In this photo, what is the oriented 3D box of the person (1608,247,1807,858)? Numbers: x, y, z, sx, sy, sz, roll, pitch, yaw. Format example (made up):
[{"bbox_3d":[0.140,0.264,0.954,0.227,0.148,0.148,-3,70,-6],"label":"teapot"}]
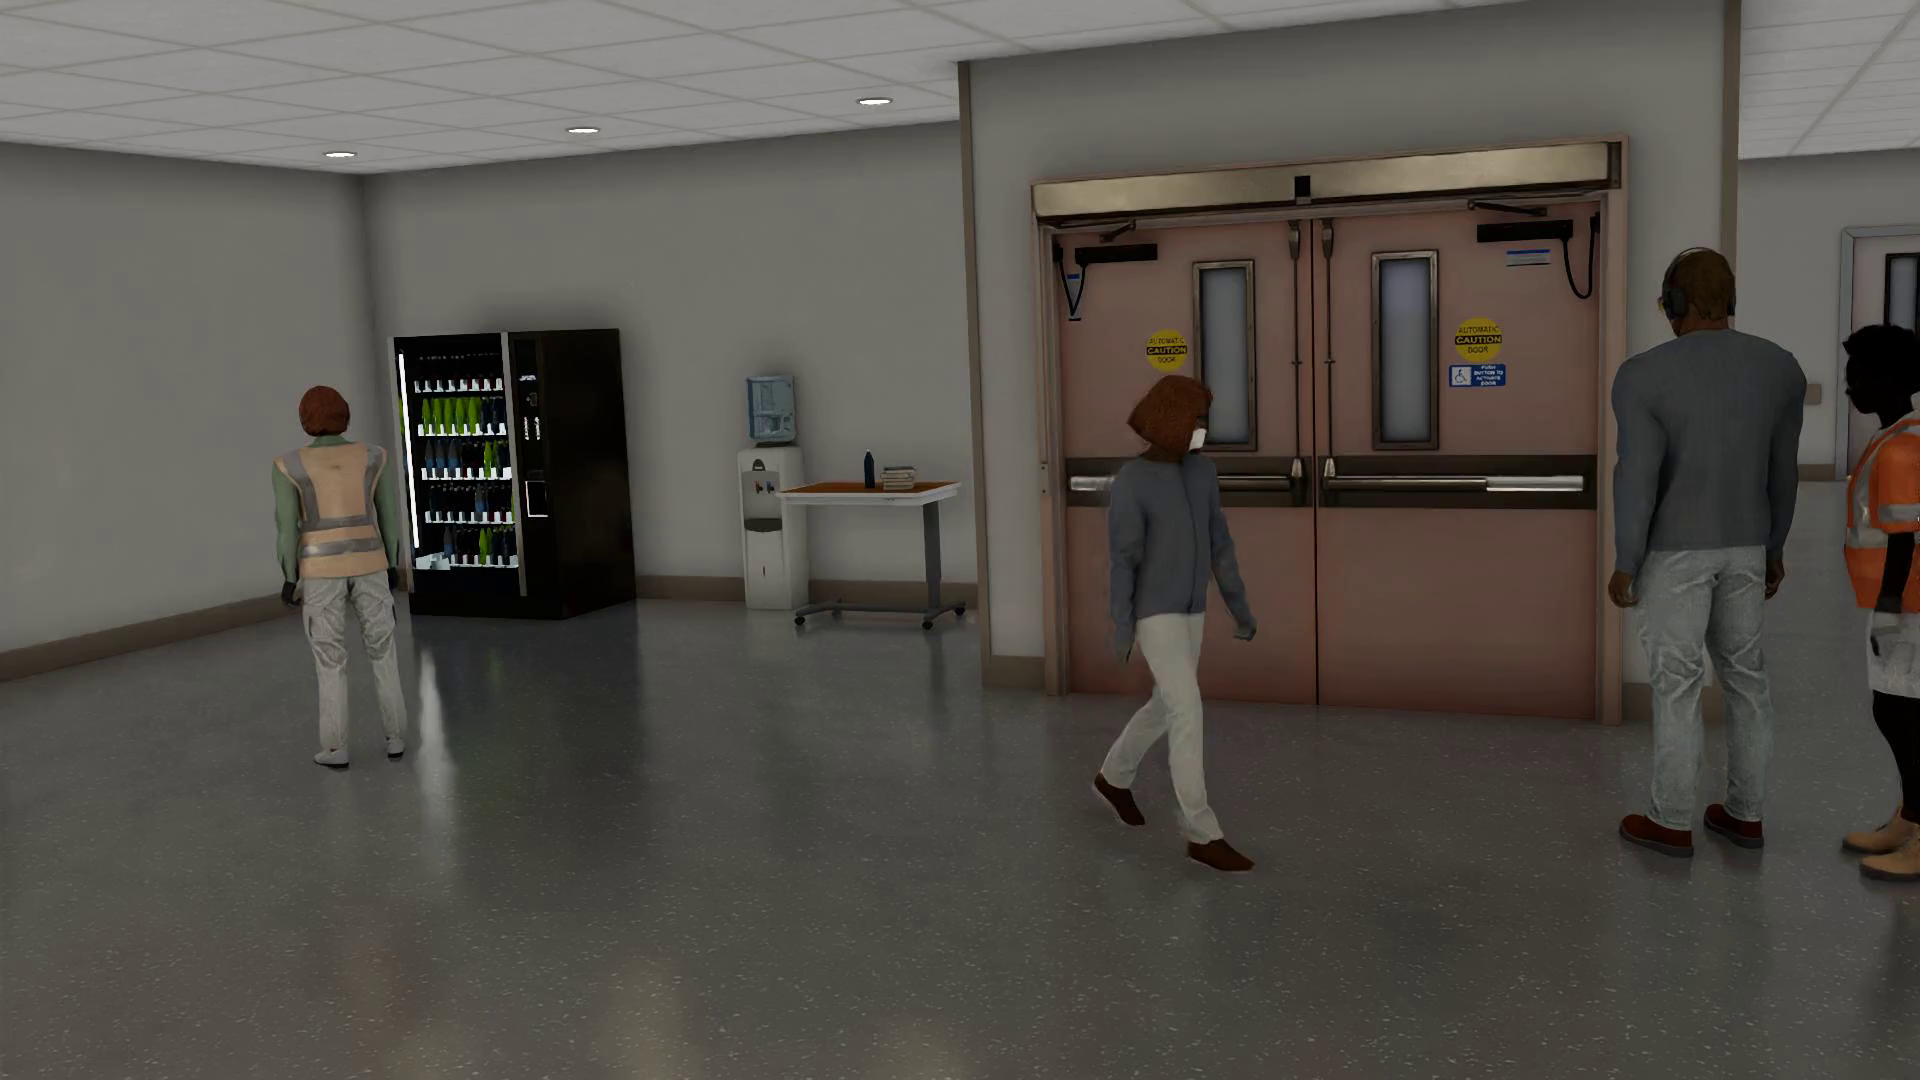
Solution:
[{"bbox_3d":[2.360,0.044,5.309,0.630,1.938,0.372,-4,8,-10],"label":"person"}]

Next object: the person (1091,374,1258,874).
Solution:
[{"bbox_3d":[0.675,0.244,5.557,0.768,1.602,0.499,4,10,41],"label":"person"}]

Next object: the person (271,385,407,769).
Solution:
[{"bbox_3d":[-2.648,0.157,7.130,0.514,1.639,0.314,-7,9,-33],"label":"person"}]

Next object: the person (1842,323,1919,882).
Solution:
[{"bbox_3d":[2.859,0.184,5.055,0.337,1.683,0.552,2,8,27],"label":"person"}]
